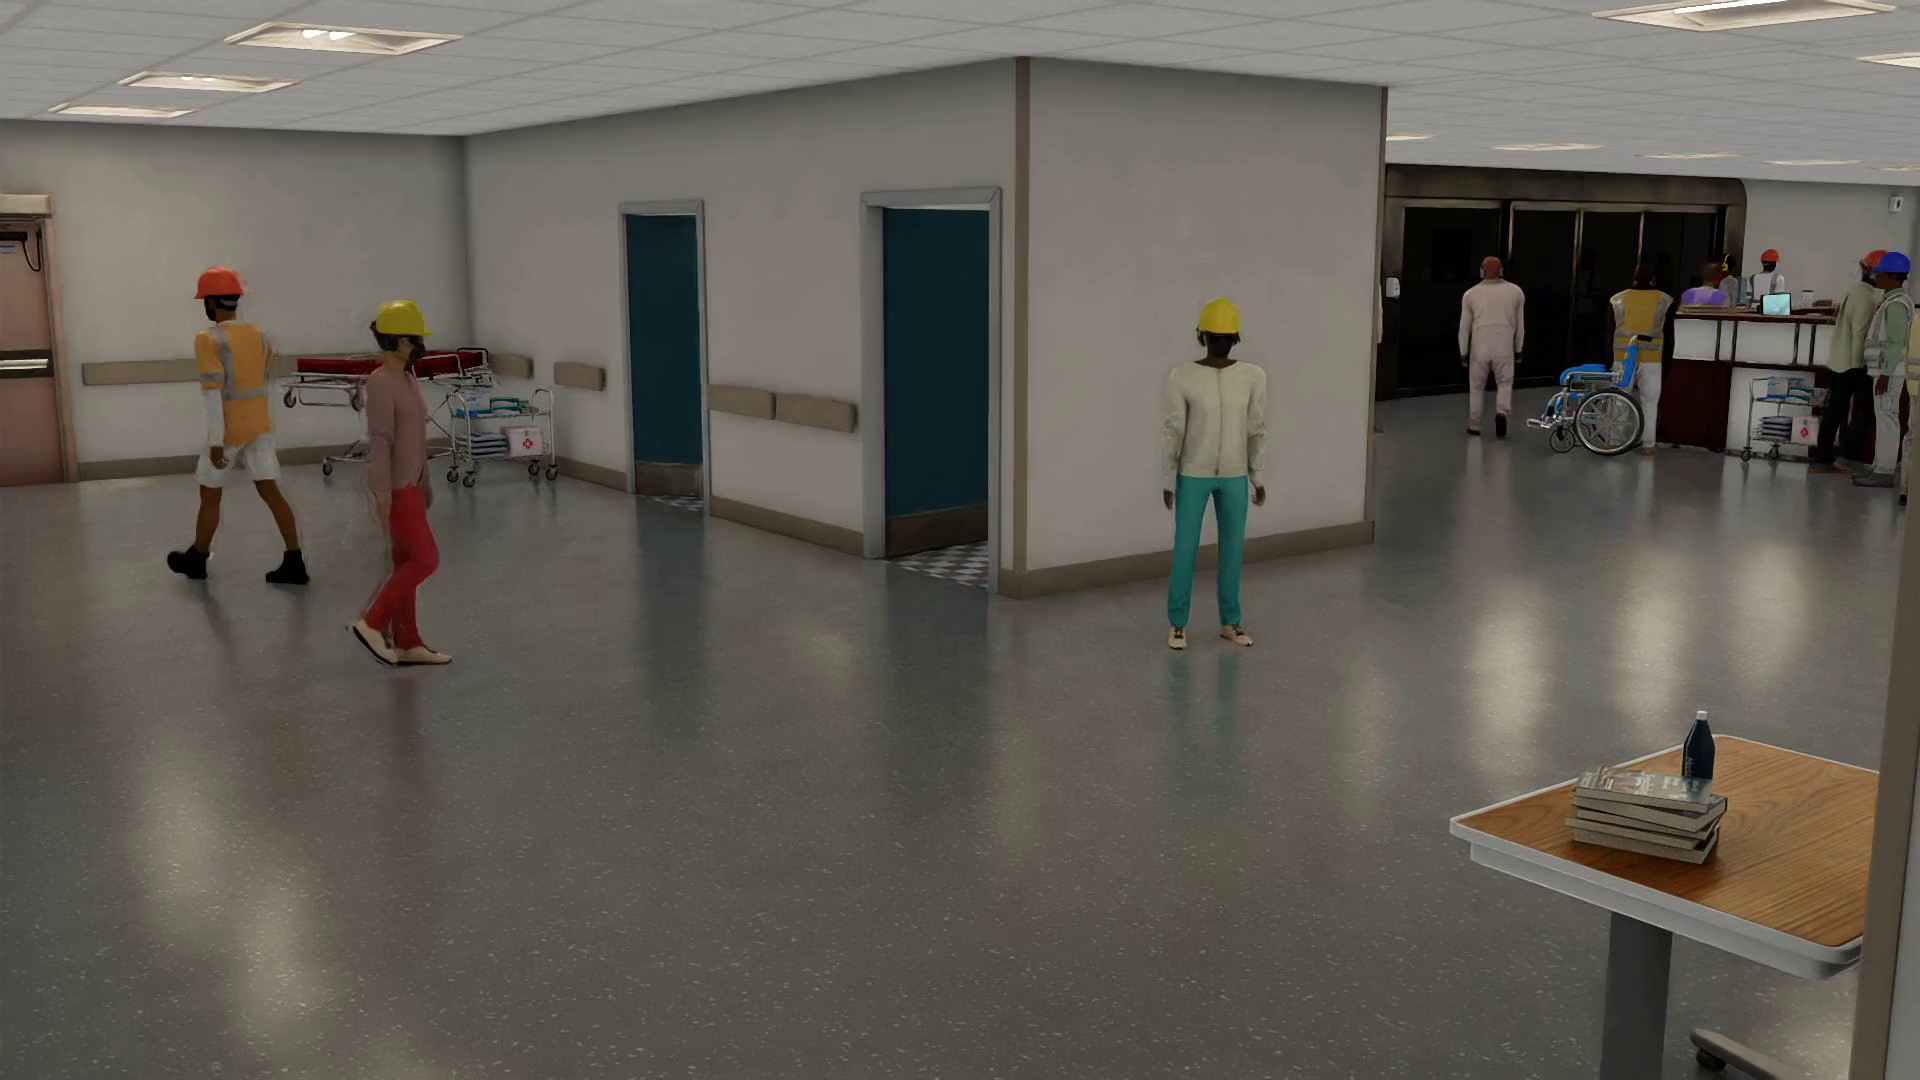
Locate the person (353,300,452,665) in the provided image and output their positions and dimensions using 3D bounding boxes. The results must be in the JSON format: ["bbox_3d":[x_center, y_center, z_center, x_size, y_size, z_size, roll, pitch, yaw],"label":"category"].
[{"bbox_3d":[-2.621,-0.252,7.872,0.373,1.751,0.547,-1,10,-4],"label":"person"}]

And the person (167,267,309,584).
[{"bbox_3d":[-4.324,-0.670,9.889,1.003,1.880,0.572,4,11,23],"label":"person"}]

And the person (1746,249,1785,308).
[{"bbox_3d":[11.605,-3.213,23.974,0.354,1.939,0.544,-8,13,-38],"label":"person"}]

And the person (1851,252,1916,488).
[{"bbox_3d":[7.699,-1.407,13.823,0.389,1.949,0.604,5,11,27],"label":"person"}]

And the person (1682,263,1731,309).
[{"bbox_3d":[8.388,-2.226,18.807,0.936,1.810,0.566,-9,14,-42],"label":"person"}]

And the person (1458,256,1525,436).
[{"bbox_3d":[5.546,-2.012,17.375,0.682,1.889,0.659,2,10,12],"label":"person"}]

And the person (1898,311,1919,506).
[{"bbox_3d":[7.427,-1.133,12.646,0.404,1.822,0.589,0,10,-1],"label":"person"}]

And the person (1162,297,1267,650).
[{"bbox_3d":[1.265,-0.320,8.270,0.531,1.765,0.332,-2,10,-12],"label":"person"}]

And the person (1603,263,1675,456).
[{"bbox_3d":[6.488,-1.721,15.925,0.633,1.836,0.429,5,11,26],"label":"person"}]

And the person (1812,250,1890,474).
[{"bbox_3d":[7.763,-1.518,14.400,0.569,1.956,0.685,2,10,12],"label":"person"}]
